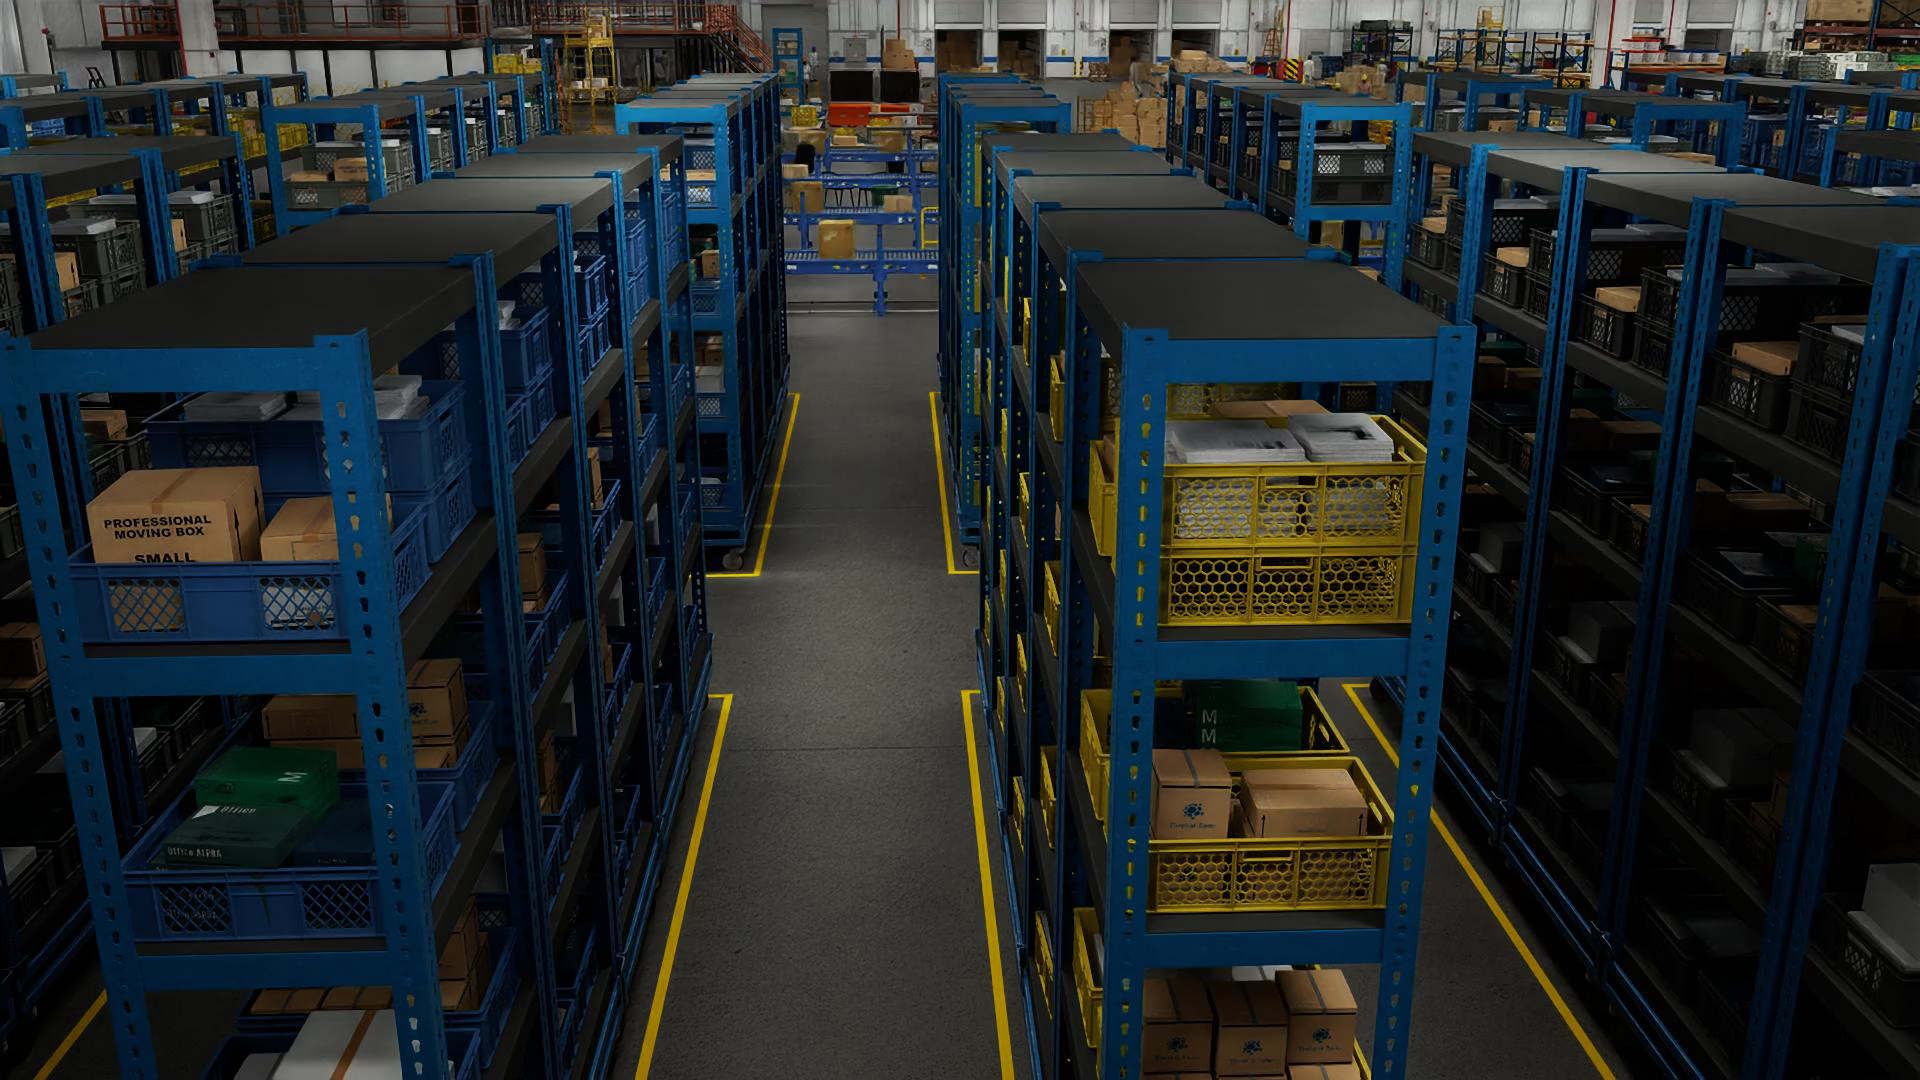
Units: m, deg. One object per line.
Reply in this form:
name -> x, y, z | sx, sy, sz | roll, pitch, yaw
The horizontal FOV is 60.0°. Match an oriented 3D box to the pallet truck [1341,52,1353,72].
pallet truck -> 18.794, -23.123, 82.231 | 0.823, 1.965, 1.885 | -13, 22, -35

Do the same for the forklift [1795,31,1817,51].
forklift -> 45.898, -26.250, 90.495 | 1.129, 2.768, 1.873 | -1, 18, -2

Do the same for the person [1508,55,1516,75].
person -> 26.590, -22.501, 80.501 | 0.971, 1.880, 0.592 | 3, 18, 8

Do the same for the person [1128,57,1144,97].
person -> 8.227, -21.834, 78.416 | 0.971, 1.904, 0.643 | 8, 19, 23

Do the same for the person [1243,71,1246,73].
person -> 10.068, -15.778, 59.562 | 0.875, 1.960, 0.620 | 9, 20, 25

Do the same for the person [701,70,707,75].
person -> -8.943, -15.539, 58.700 | 0.390, 2.039, 0.650 | 5, 19, 16

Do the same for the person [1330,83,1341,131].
person -> 12.227, -13.963, 54.174 | 0.597, 1.808, 0.617 | 0, 18, 0

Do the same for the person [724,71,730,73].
person -> -8.579, -16.374, 61.525 | 0.572, 1.886, 0.355 | 3, 18, 9

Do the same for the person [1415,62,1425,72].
person -> 20.059, -19.814, 72.253 | 0.824, 1.834, 0.528 | -12, 21, -33

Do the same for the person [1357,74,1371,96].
person -> 15.180, -16.609, 62.485 | 0.526, 1.732, 0.797 | 9, 20, 26

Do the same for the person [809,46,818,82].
person -> -8.271, -26.919, 94.056 | 0.605, 1.949, 0.401 | -15, 23, -39

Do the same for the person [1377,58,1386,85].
person -> 20.525, -22.643, 81.190 | 0.503, 1.706, 0.670 | -2, 18, -7

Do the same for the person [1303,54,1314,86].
person -> 16.659, -22.192, 79.445 | 0.372, 1.940, 0.632 | -14, 23, -38

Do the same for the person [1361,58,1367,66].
person -> 19.875, -23.080, 82.657 | 0.804, 1.668, 0.542 | 14, 23, 37

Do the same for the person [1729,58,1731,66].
person -> 37.434, -22.728, 81.277 | 0.501, 1.839, 0.341 | 5, 19, 16

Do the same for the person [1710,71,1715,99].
person -> 29.406, -17.636, 65.300 | 0.608, 1.966, 0.371 | 3, 18, 9

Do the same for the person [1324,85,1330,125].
person -> 12.315, -14.475, 56.008 | 0.536, 1.654, 0.848 | -1, 18, -3

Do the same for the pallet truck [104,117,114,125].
pallet truck -> -18.367, -7.885, 35.078 | 1.885, 1.965, 0.823 | 1, 18, 2

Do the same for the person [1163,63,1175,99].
person -> 8.299, -17.715, 65.426 | 0.681, 2.000, 0.538 | -3, 18, -8

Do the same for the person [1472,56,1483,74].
person -> 25.431, -22.834, 81.624 | 0.512, 1.827, 0.641 | -12, 21, -33

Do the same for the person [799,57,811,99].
person -> -7.147, -21.332, 76.822 | 0.542, 1.922, 0.422 | -3, 18, -10

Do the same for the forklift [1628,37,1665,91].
forklift -> 30.747, -20.964, 74.137 | 1.129, 2.768, 1.873 | -1, 18, -2

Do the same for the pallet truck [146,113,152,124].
pallet truck -> -18.087, -8.309, 36.390 | 1.885, 1.965, 0.823 | -1, 18, -4
